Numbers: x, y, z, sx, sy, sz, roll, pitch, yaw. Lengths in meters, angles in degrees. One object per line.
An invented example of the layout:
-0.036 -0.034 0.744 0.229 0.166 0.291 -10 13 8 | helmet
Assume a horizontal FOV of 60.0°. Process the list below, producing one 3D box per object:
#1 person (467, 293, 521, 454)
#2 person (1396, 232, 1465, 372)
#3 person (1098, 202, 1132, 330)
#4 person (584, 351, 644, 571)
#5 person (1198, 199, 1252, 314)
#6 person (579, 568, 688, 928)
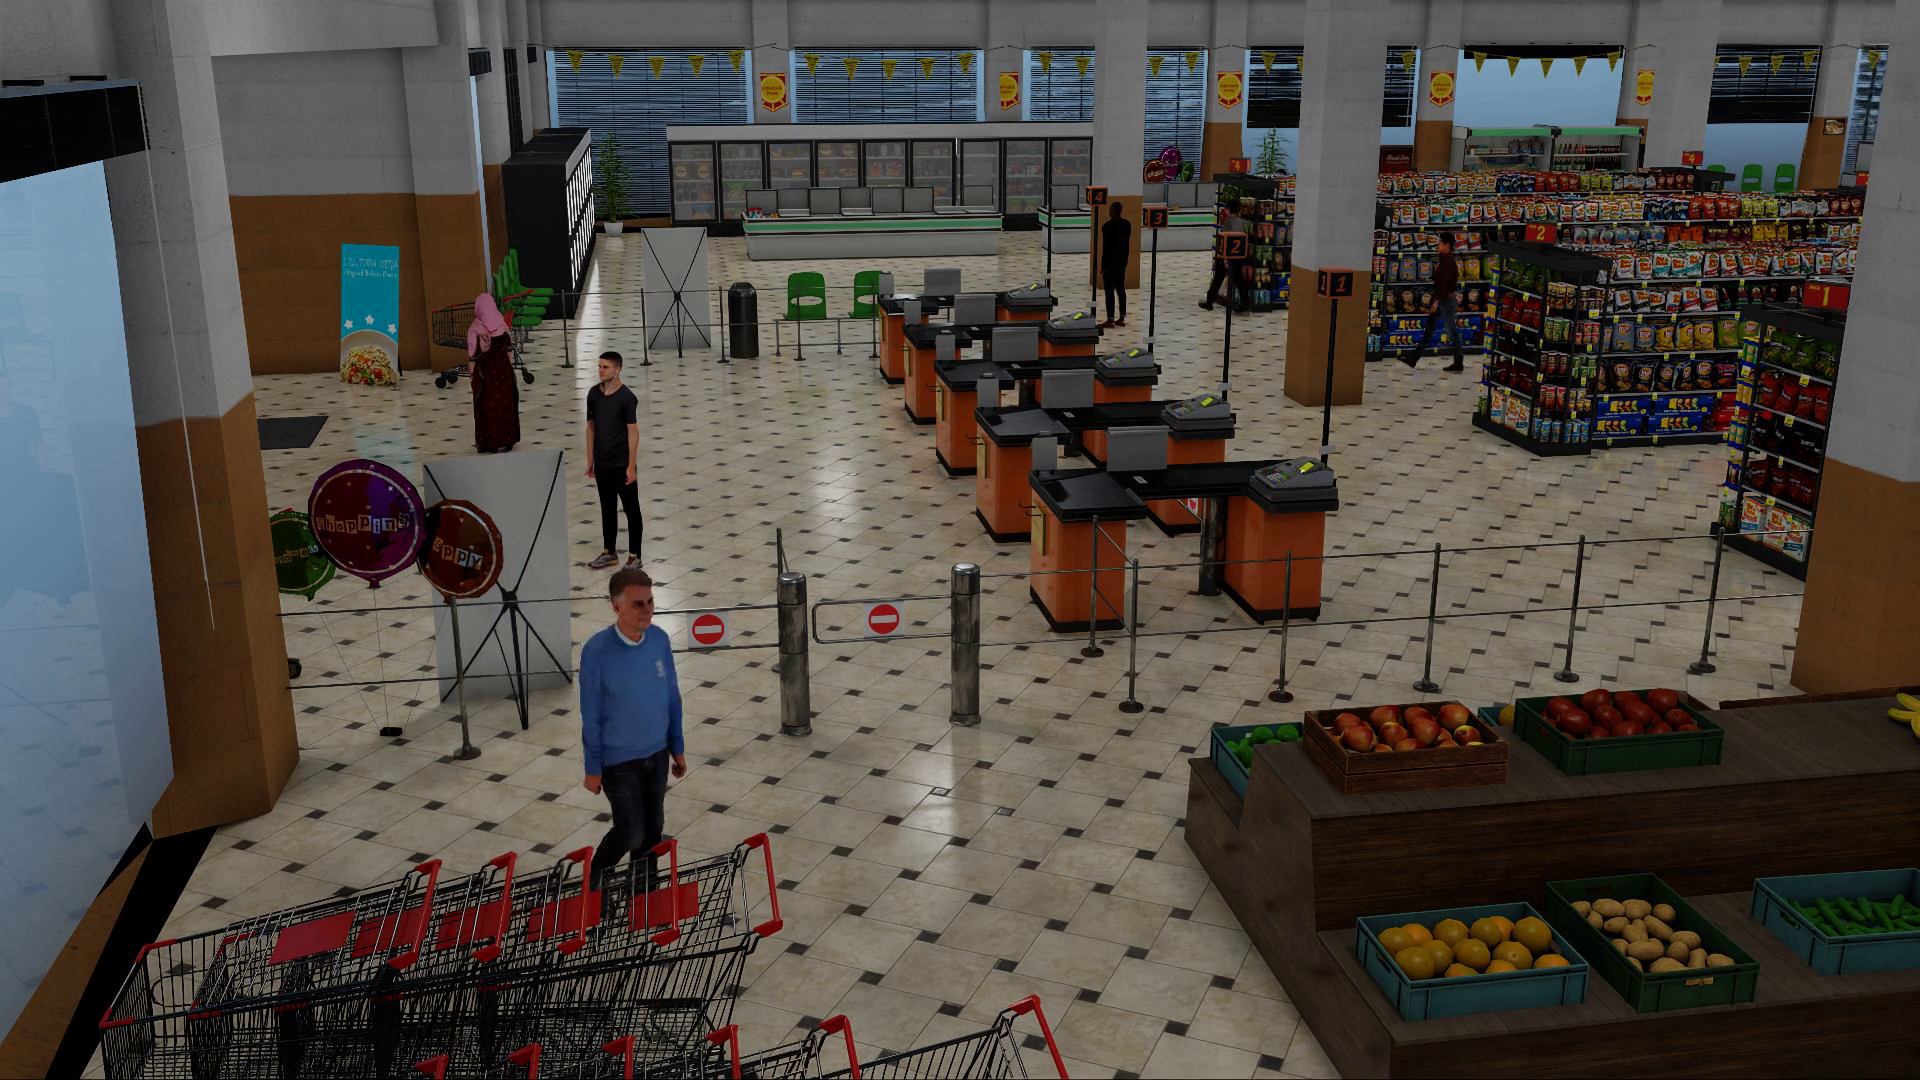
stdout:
-4.776 -1.711 16.983 0.692 1.638 0.816 -12 20 -33 | person
6.181 -2.946 20.892 1.143 1.731 0.851 1 17 3 | person
2.256 -4.011 24.247 0.723 1.818 0.848 -14 22 -39 | person
-2.729 -0.624 13.185 0.682 1.764 0.779 8 19 24 | person
4.201 -4.285 25.327 1.152 1.715 1.044 -14 22 -38 | person
-1.597 0.972 7.865 0.882 1.802 0.821 15 22 40 | person
